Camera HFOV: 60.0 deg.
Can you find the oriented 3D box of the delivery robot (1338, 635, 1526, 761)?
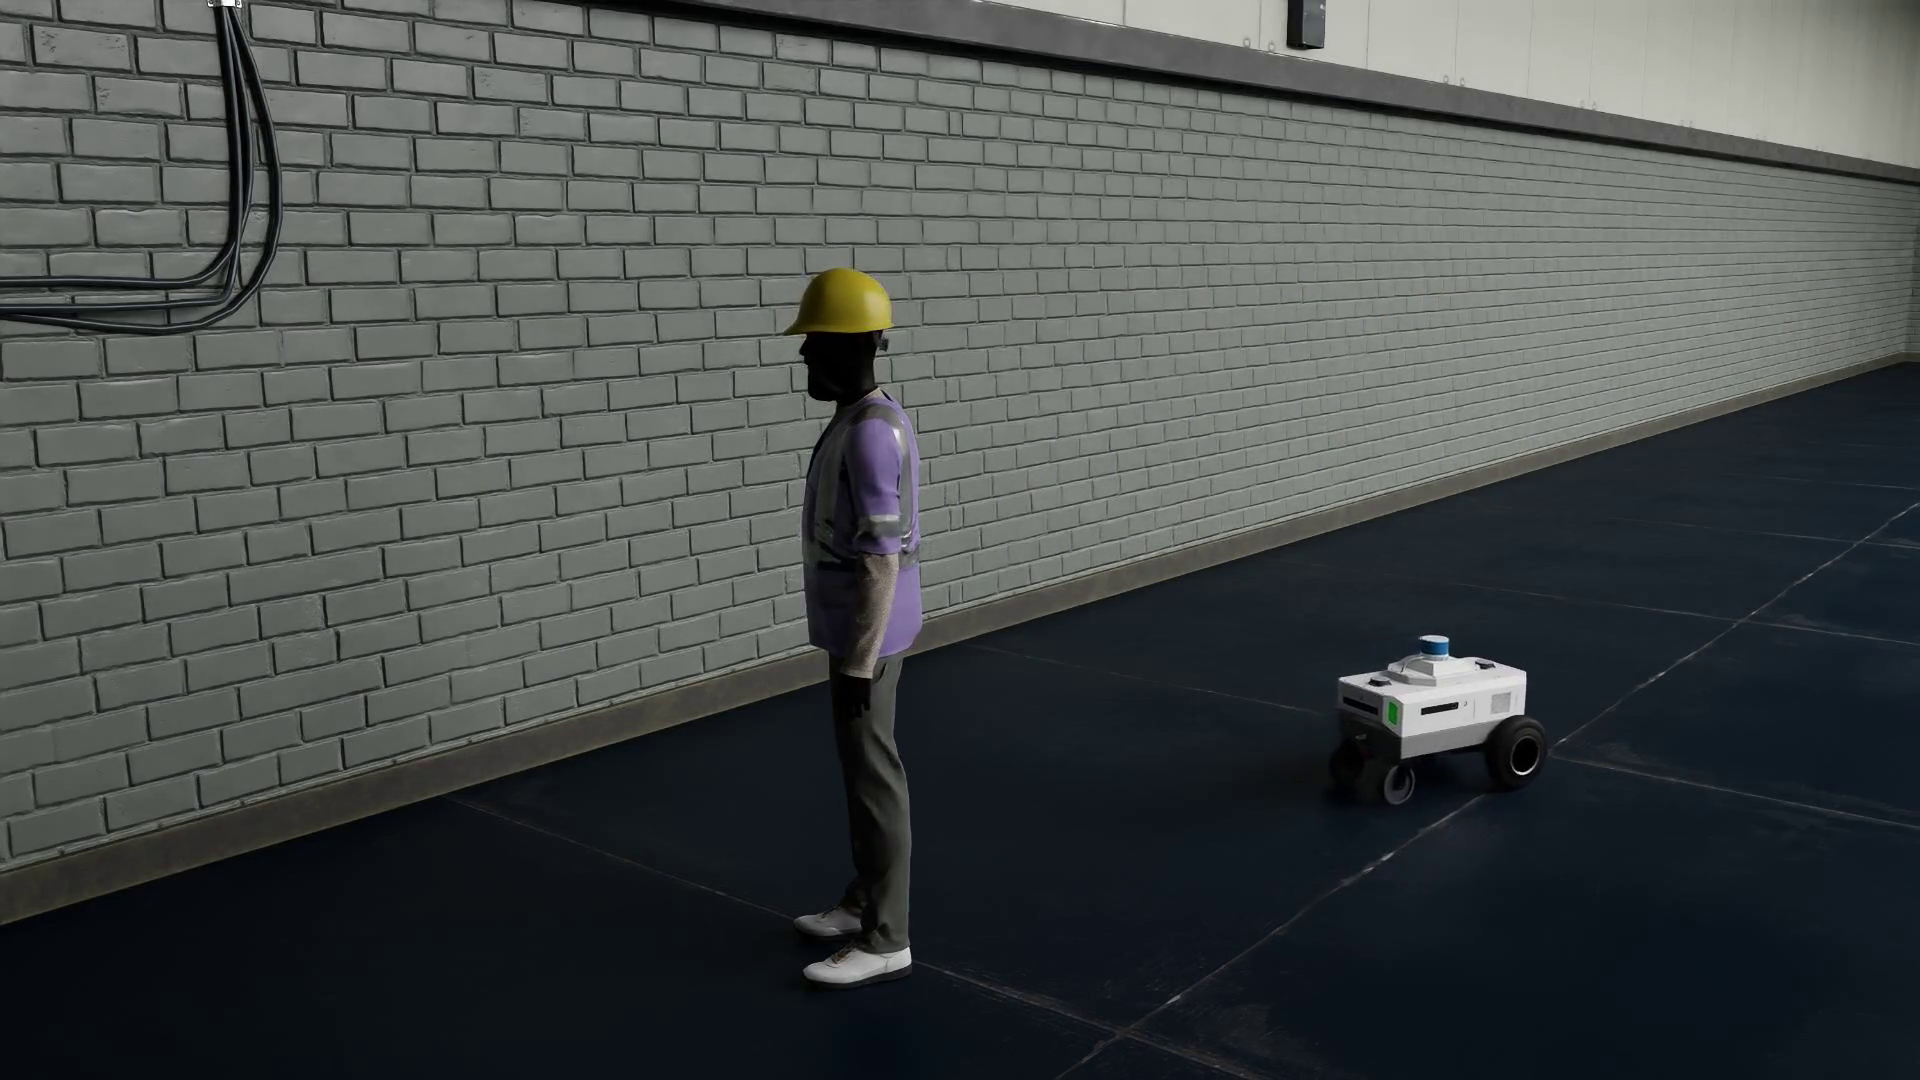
[{"bbox_3d":[1.751,0.598,6.176,0.707,0.478,0.477,-5,12,-28],"label":"delivery robot"}]

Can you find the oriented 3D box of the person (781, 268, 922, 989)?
[{"bbox_3d":[-0.288,0.237,4.516,0.366,1.927,0.588,-1,10,-8],"label":"person"}]
